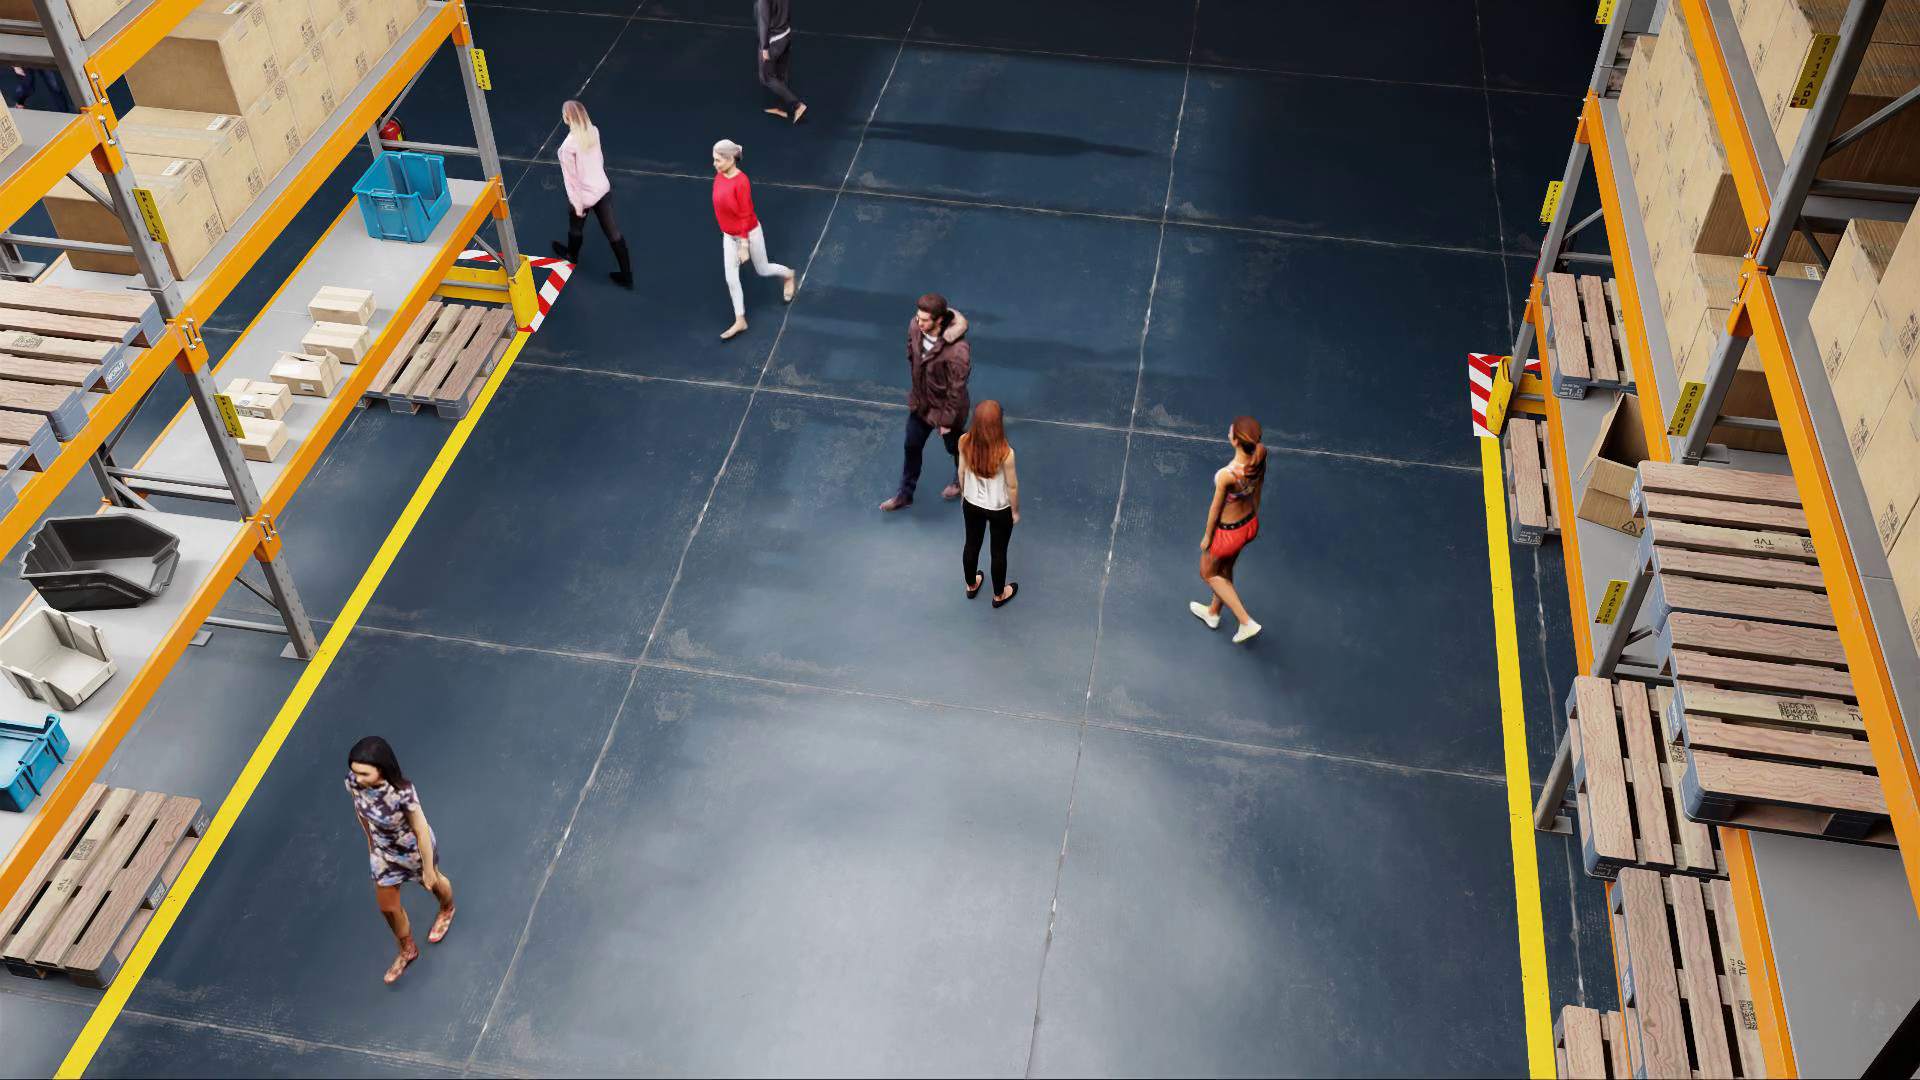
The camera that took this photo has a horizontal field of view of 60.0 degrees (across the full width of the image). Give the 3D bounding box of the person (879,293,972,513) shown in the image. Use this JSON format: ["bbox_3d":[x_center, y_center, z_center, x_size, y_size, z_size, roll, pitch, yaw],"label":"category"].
[{"bbox_3d":[-0.077,-1.011,11.775,1.057,1.813,1.164,33,53,30],"label":"person"}]

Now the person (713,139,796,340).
[{"bbox_3d":[-1.678,-2.477,13.429,0.923,1.654,1.172,26,49,24],"label":"person"}]

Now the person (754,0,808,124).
[{"bbox_3d":[-1.687,-4.743,15.761,0.813,1.717,0.825,21,47,20],"label":"person"}]

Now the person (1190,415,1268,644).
[{"bbox_3d":[1.817,-0.006,10.745,0.895,1.777,0.929,-31,52,-28],"label":"person"}]

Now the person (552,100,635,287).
[{"bbox_3d":[-3.009,-2.835,13.814,0.980,1.640,1.124,26,49,24],"label":"person"}]

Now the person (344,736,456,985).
[{"bbox_3d":[-2.997,1.616,9.087,0.652,1.718,0.824,10,45,10],"label":"person"}]

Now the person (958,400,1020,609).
[{"bbox_3d":[0.185,-0.238,11.029,0.627,1.722,0.596,19,47,19],"label":"person"}]
